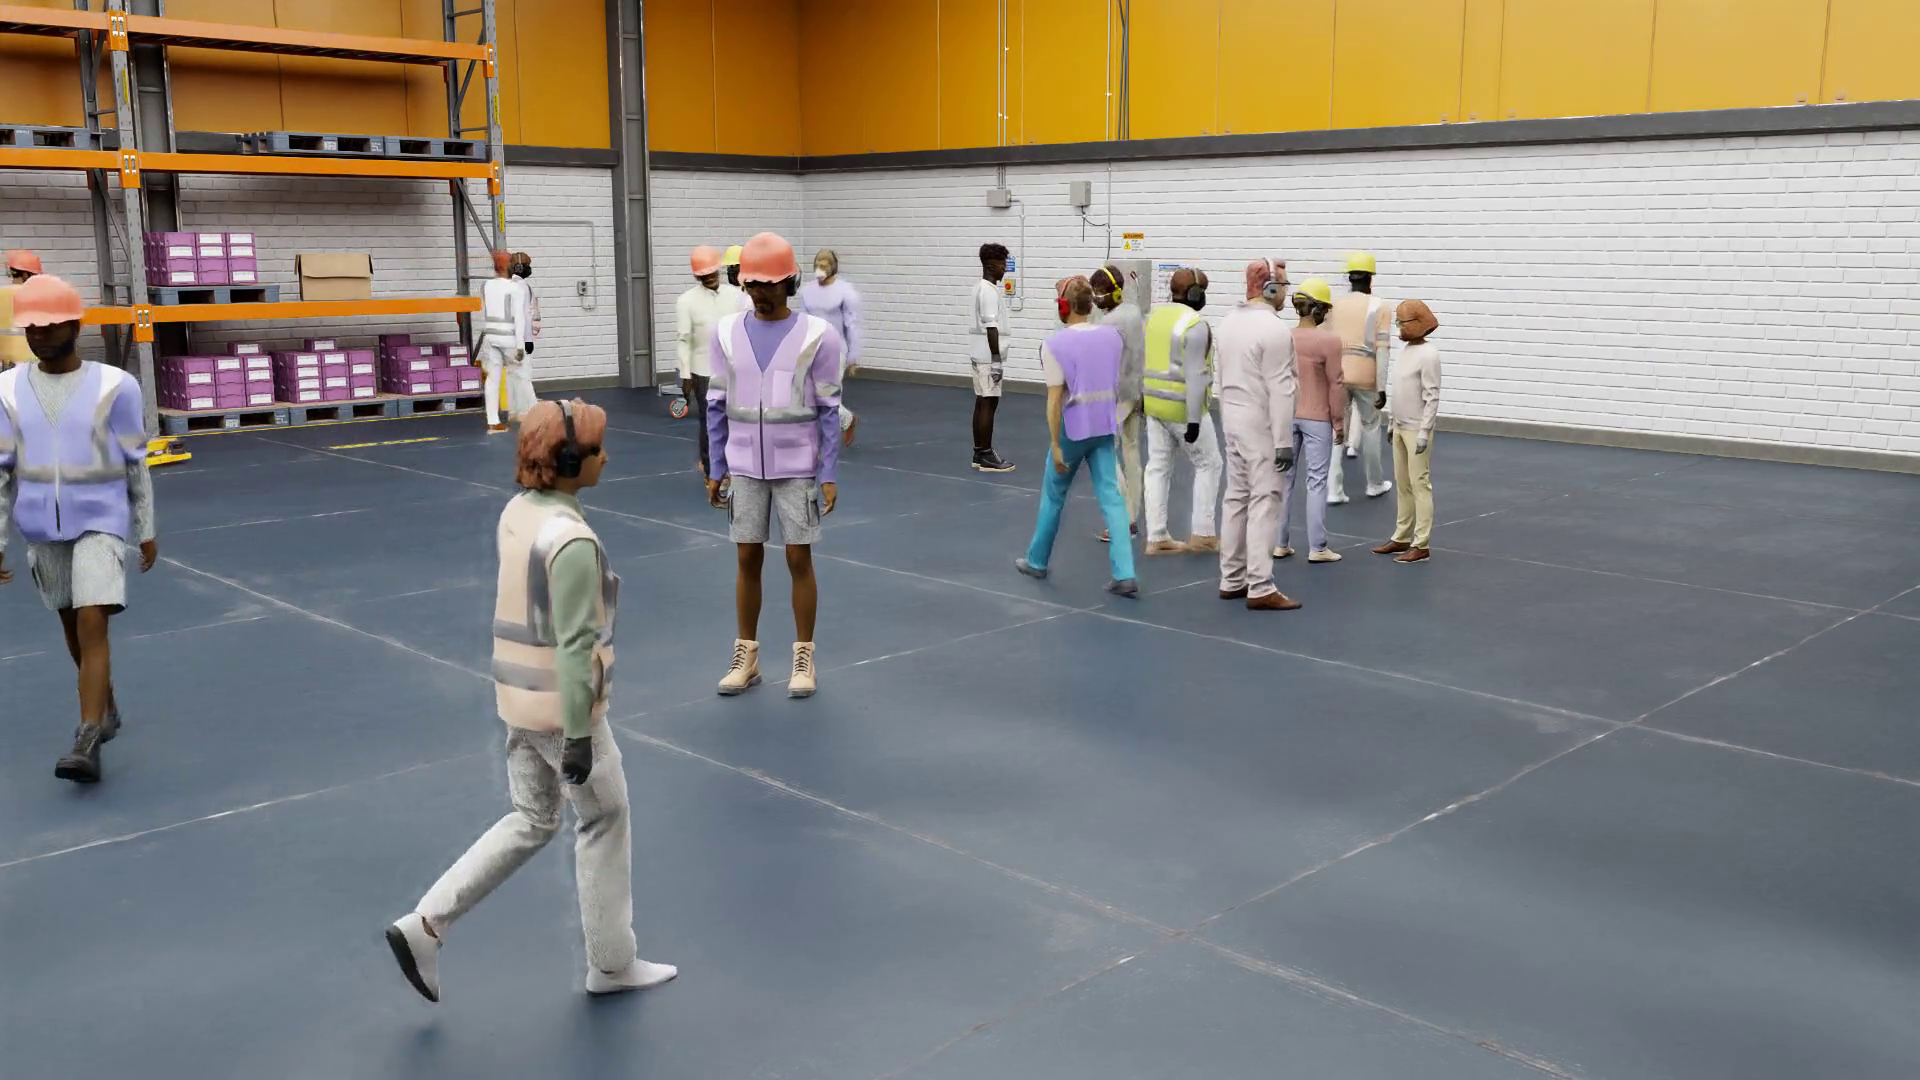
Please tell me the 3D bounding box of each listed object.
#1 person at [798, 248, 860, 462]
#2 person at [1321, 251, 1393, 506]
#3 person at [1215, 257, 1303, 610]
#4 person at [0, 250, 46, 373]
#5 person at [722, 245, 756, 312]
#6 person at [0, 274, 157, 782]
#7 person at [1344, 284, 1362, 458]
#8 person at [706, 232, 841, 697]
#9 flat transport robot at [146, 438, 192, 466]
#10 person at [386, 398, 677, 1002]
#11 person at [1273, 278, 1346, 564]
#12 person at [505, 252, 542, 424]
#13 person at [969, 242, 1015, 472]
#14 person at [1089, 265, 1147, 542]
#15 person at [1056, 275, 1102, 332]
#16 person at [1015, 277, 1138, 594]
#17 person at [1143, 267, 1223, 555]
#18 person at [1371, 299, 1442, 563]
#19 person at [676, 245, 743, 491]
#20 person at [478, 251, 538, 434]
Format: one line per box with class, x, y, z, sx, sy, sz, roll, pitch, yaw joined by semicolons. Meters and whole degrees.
person;-1.139;-1.685;15.086;0.631;1.914;0.751;8;13;36
person;3.026;-1.227;12.620;0.604;1.888;0.920;8;13;36
person;1.646;-0.577;9.062;0.405;1.905;0.651;-4;11;-20
person;-8.371;-1.656;15.011;0.556;1.871;1.014;4;11;21
person;-2.009;-1.713;15.192;0.587;1.928;0.363;6;12;31
person;-3.391;-0.055;6.305;0.555;1.873;1.035;-2;11;-9
person;3.654;-1.575;15.325;0.540;1.589;0.873;4;11;19
person;-0.824;-0.313;7.273;0.604;2.034;0.389;2;11;10
flat transport robot;-7.611;-0.789;14.674;1.431;0.197;0.652;3;11;16
person;-1.107;0.444;4.269;0.670;1.616;0.527;-7;13;-34
person;2.156;-0.736;10.330;0.524;1.759;0.328;9;14;41
person;-4.743;-2.183;17.990;0.428;1.842;0.631;-7;12;-33
person;0.261;-1.575;14.340;0.367;1.964;0.604;-2;11;-11
person;1.082;-0.912;11.122;0.335;1.831;0.650;8;13;36
person;1.286;-2.009;17.698;0.500;1.590;0.857;-3;11;-15
person;0.695;-0.599;9.513;0.579;1.792;1.012;-6;12;-29
person;1.450;-0.807;10.544;0.635;1.818;0.631;-6;12;-29
person;2.800;-0.678;10.353;0.278;1.633;0.498;-2;11;-11
person;-1.995;-1.351;13.182;0.677;1.944;0.712;-9;14;-41
person;-4.630;-2.043;17.202;0.601;1.846;0.871;4;11;23
